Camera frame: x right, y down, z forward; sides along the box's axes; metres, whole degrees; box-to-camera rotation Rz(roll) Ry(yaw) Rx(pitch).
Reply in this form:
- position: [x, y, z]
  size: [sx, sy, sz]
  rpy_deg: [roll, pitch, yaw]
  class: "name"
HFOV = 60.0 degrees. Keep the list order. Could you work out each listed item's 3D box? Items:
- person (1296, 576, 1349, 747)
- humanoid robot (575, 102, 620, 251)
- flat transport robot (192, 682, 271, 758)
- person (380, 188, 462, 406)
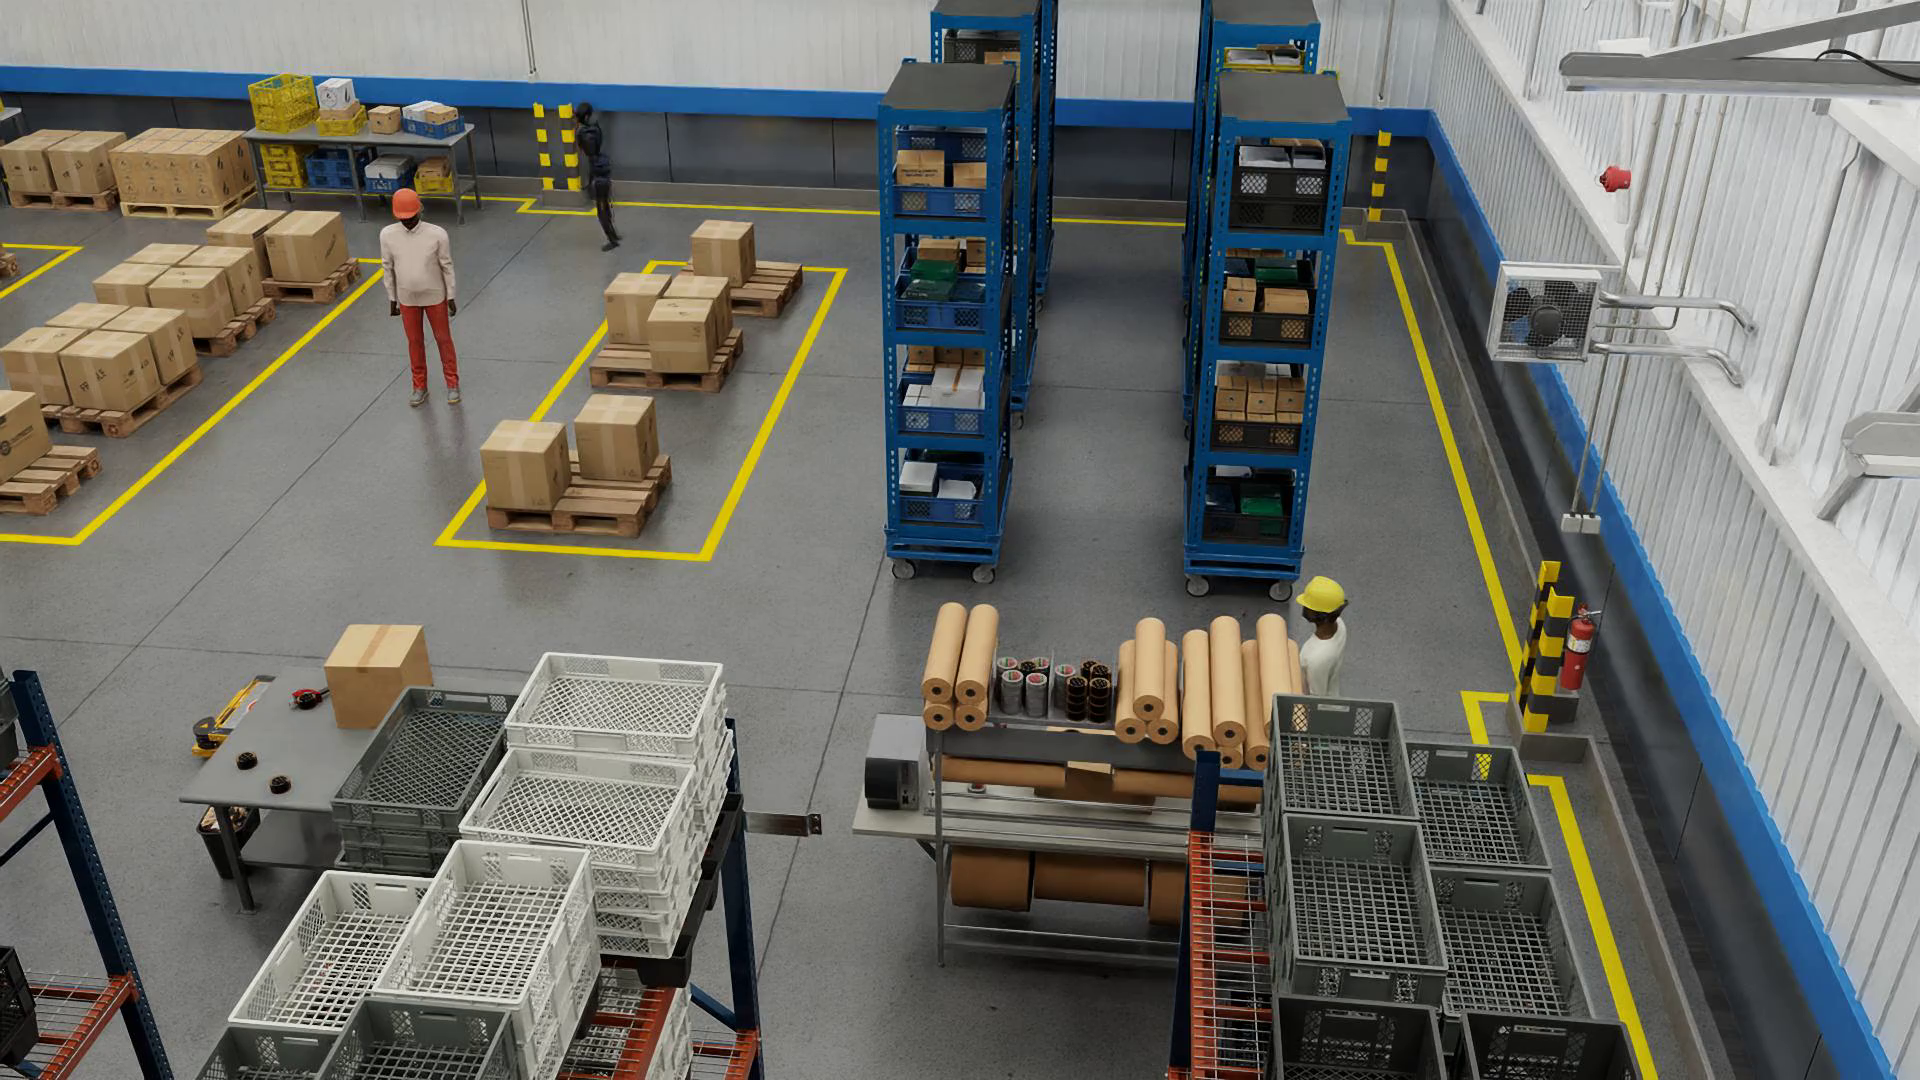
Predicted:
- position: [1.999, 0.983, 9.495]
  size: [0.321, 1.767, 0.532]
  rpy_deg: [12, 32, 20]
  class: "person"
- position: [-3.974, -4.007, 18.175]
  size: [0.400, 1.629, 0.664]
  rpy_deg: [-7, 31, -12]
  class: "humanoid robot"
- position: [-4.089, 1.163, 10.648]
  size: [1.431, 0.197, 0.652]
  rpy_deg: [3, 30, 6]
  class: "flat transport robot"
- position: [-4.738, -2.137, 14.637]
  size: [0.607, 1.988, 0.384]
  rpy_deg: [-3, 30, -4]
  class: "person"
